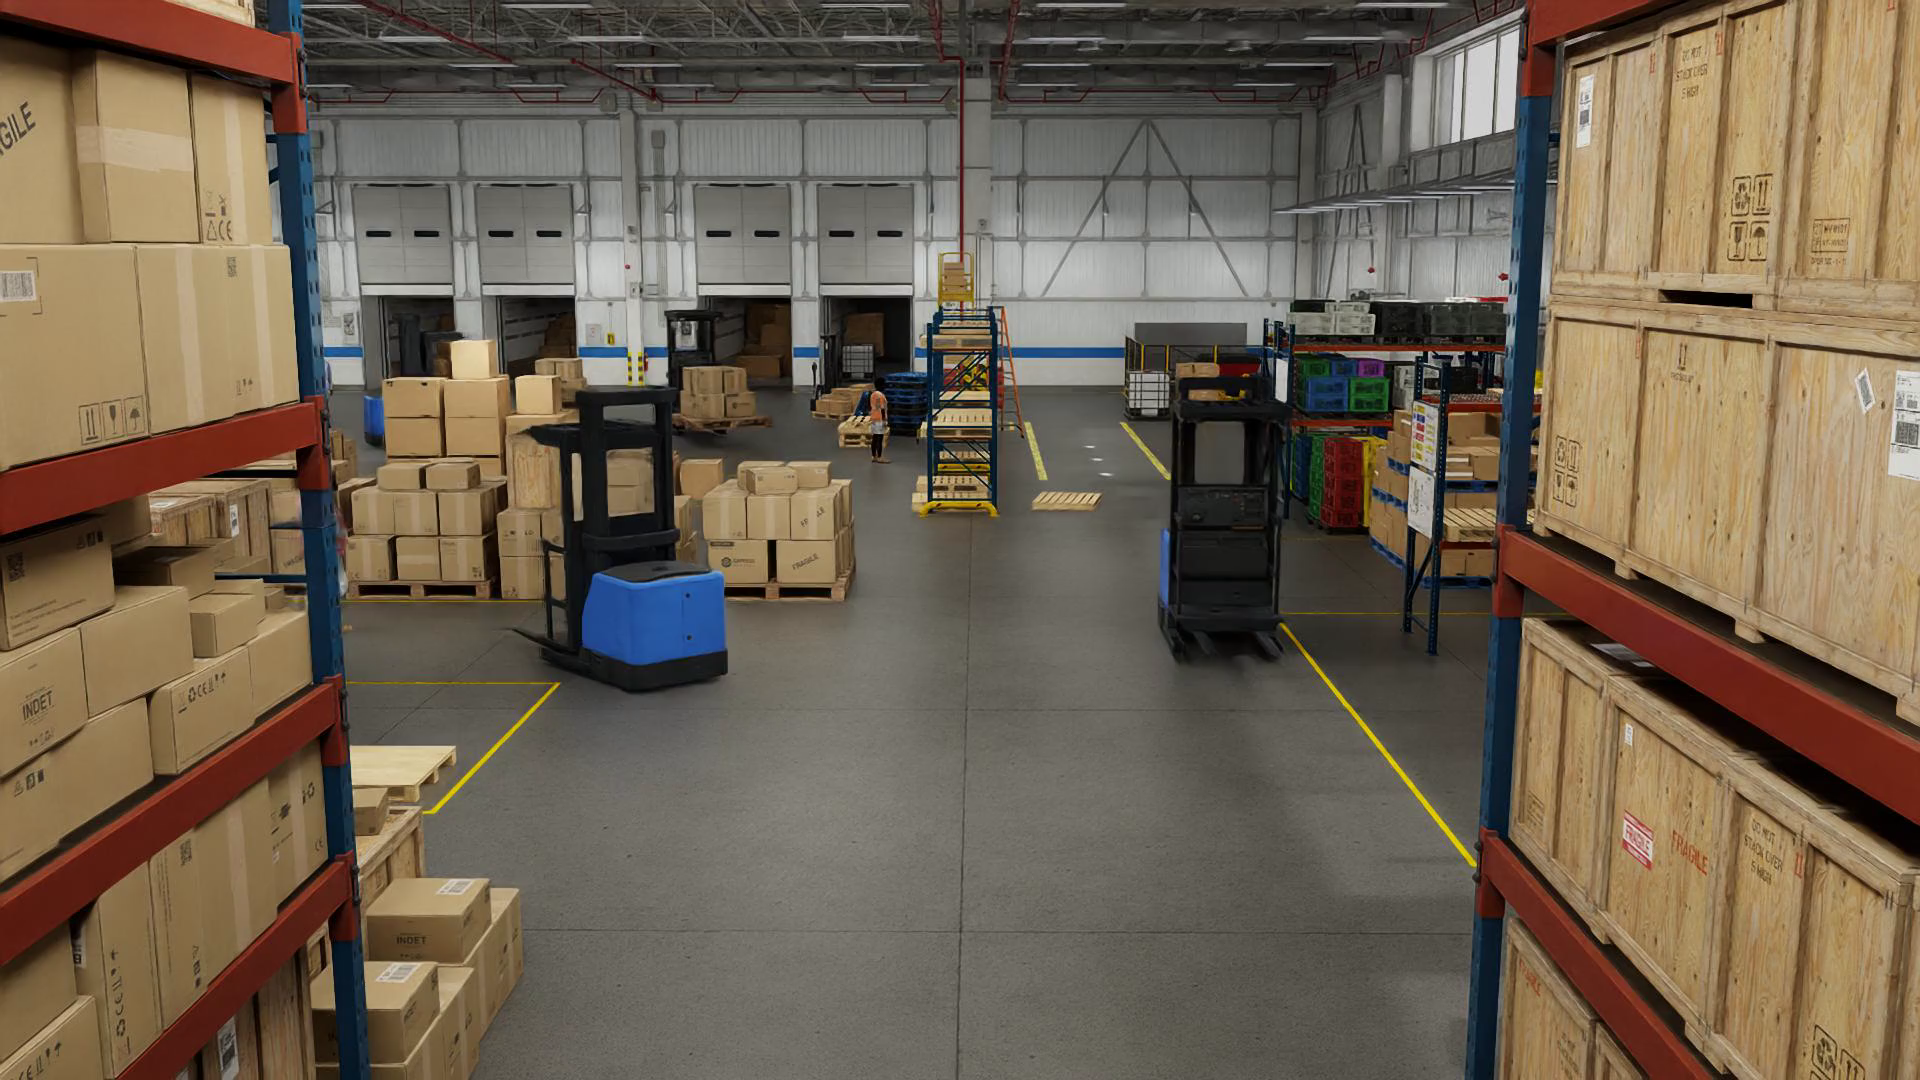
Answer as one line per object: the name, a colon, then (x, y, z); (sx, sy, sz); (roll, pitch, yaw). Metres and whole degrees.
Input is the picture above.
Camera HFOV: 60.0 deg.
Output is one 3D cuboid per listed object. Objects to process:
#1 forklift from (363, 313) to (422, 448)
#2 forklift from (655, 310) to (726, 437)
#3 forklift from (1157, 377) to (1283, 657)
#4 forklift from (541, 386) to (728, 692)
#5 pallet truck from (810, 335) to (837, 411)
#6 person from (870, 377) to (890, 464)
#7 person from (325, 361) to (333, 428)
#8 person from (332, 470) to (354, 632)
forklift: (-11.744, -3.437, 35.529); (1.873, 2.768, 1.129); (-5, 11, -28)
forklift: (-6.209, -3.840, 37.859); (1.129, 2.768, 1.873); (-5, 11, -27)
forklift: (2.730, -0.328, 17.593); (1.129, 2.768, 1.873); (0, 10, 1)
forklift: (-3.205, -0.093, 16.239); (1.129, 2.768, 1.873); (-8, 13, -39)
pallet truck: (-3.021, -4.312, 43.126); (1.885, 1.965, 0.823); (3, 10, 17)
person: (-1.588, -2.349, 32.680); (0.320, 1.692, 0.532); (-5, 11, -26)
person: (-15.026, -3.579, 39.067); (0.542, 1.939, 0.368); (-4, 10, -20)
person: (-6.840, 0.135, 17.966); (0.444, 1.831, 0.630); (-4, 11, -21)
